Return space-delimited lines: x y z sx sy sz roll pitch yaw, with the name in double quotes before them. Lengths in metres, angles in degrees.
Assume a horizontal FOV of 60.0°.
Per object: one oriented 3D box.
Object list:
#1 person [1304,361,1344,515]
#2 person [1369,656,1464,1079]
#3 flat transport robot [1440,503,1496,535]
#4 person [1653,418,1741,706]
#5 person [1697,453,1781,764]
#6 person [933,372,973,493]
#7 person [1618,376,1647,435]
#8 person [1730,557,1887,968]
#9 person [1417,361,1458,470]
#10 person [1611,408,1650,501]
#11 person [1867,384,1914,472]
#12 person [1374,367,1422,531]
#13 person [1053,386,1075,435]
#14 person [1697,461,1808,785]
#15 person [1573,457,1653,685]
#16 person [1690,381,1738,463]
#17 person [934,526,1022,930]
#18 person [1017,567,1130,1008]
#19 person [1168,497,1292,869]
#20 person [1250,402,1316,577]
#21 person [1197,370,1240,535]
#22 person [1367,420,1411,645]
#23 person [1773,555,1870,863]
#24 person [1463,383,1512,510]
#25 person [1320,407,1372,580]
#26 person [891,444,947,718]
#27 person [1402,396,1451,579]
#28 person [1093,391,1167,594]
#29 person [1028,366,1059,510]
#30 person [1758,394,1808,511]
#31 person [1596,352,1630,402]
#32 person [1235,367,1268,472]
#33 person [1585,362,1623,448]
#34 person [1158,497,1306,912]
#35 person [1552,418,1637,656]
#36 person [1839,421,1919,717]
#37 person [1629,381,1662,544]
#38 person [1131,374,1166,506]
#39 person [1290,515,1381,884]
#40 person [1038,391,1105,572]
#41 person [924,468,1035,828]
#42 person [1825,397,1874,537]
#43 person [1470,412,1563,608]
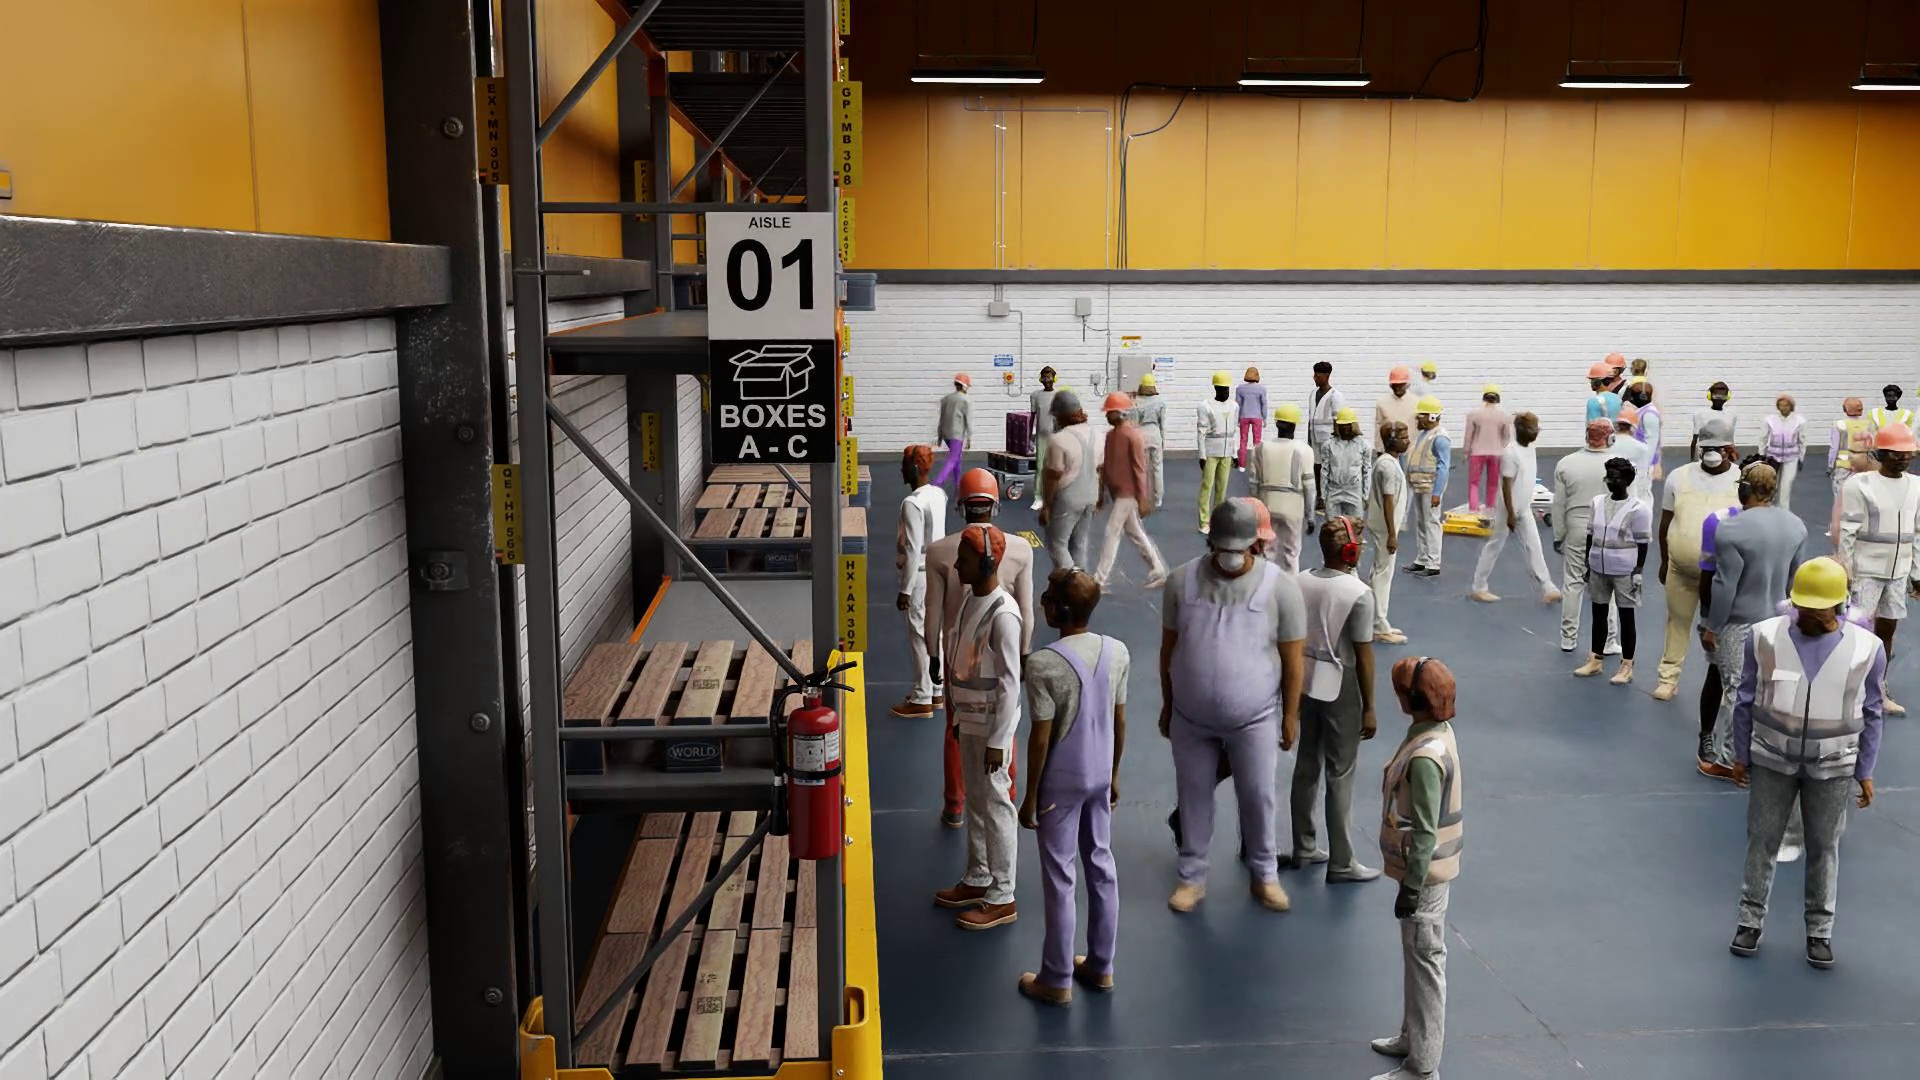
"person" 4.613 -1.294 21.118 0.372 1.958 0.598 -5 10 -28
"person" 1.717 1.237 6.217 0.307 1.637 0.514 3 9 16
"flat transport robot" 6.240 -0.263 19.905 0.652 0.197 1.431 6 11 32
"person" 5.271 0.156 11.740 0.674 2.000 0.537 6 11 32
"person" 4.817 0.441 10.180 0.610 1.964 0.366 0 9 -2
"person" -0.127 -1.446 22.864 0.784 1.709 0.584 -8 12 -41
"person" 8.503 -1.184 21.010 0.330 1.768 0.526 -2 9 -12
"person" 3.716 0.968 7.327 0.588 1.822 0.403 5 10 27
"person" 7.135 -1.843 25.270 0.901 1.715 0.554 3 9 16
"person" 6.644 -0.474 16.724 0.574 1.701 0.889 7 11 38
"person" 11.444 -1.072 20.527 0.537 1.696 0.318 5 10 30
"person" 5.141 -1.036 19.497 0.618 1.955 0.904 4 10 21
"person" 1.240 -0.932 19.494 0.285 1.746 0.488 -3 9 -17
"person" 4.713 0.494 9.934 0.627 1.940 0.372 -3 10 -20
"person" 4.872 0.224 12.388 0.318 1.697 0.536 -6 11 -34
"person" 8.396 -0.840 18.543 0.530 1.864 0.313 0 9 -1
"person" 0.100 0.865 7.784 0.355 1.882 0.575 -3 10 -19
"person" 0.463 1.020 6.926 0.508 1.847 0.345 -6 11 -34
"person" 1.437 0.724 8.529 0.570 1.922 0.571 8 12 42
"person" 2.857 -0.256 14.689 0.594 1.923 0.388 6 11 32
"person" 3.034 -1.024 19.498 0.585 1.928 0.378 -5 10 -30
"person" 3.544 -0.069 13.761 0.345 1.847 0.506 1 9 9
"person" 4.507 0.856 8.704 0.671 1.614 0.530 -6 11 -32
"person" 6.344 -1.008 20.000 0.538 1.735 0.621 2 9 12
"person" 3.792 -0.437 16.393 0.492 1.742 0.317 3 10 18
"person" -0.278 0.281 11.446 0.354 1.883 0.576 3 10 19
"person" 4.685 -0.530 16.697 0.404 1.830 0.602 -1 9 -4
"person" 1.585 -0.459 15.919 1.029 1.946 0.642 -3 10 -19
"person" 1.140 -1.314 21.502 0.534 1.869 0.315 1 9 8
"person" 10.081 -1.003 20.395 0.522 1.602 0.792 5 10 30
"person" 8.513 -1.433 21.744 0.409 2.037 0.609 -4 10 -25
"person" 4.482 -1.848 25.592 0.498 1.633 0.285 4 10 22
"person" 7.321 -1.016 19.091 0.611 2.042 0.396 -8 12 -40
"person" 1.263 0.766 7.909 0.694 2.000 0.535 3 10 21
"person" 5.085 -0.028 13.320 0.655 1.905 0.407 6 11 34
"person" 6.332 0.206 11.410 0.605 2.045 0.379 -1 9 -6
"person" 7.692 -0.877 18.849 0.430 1.843 0.625 2 9 9
"person" 2.465 -1.309 21.862 0.483 1.745 0.301 -1 9 -9
"person" 1.850 0.792 8.348 0.395 1.847 0.564 -5 10 -29
"person" 1.026 -0.369 15.033 0.715 2.000 0.686 -9 13 -44
"person" 0.106 0.598 9.157 0.605 1.986 0.401 0 9 1
"person" 10.260 -0.829 19.187 0.523 1.636 0.308 0 9 -3
"person" 5.126 -0.271 15.191 0.534 1.787 0.986 -8 12 -40
